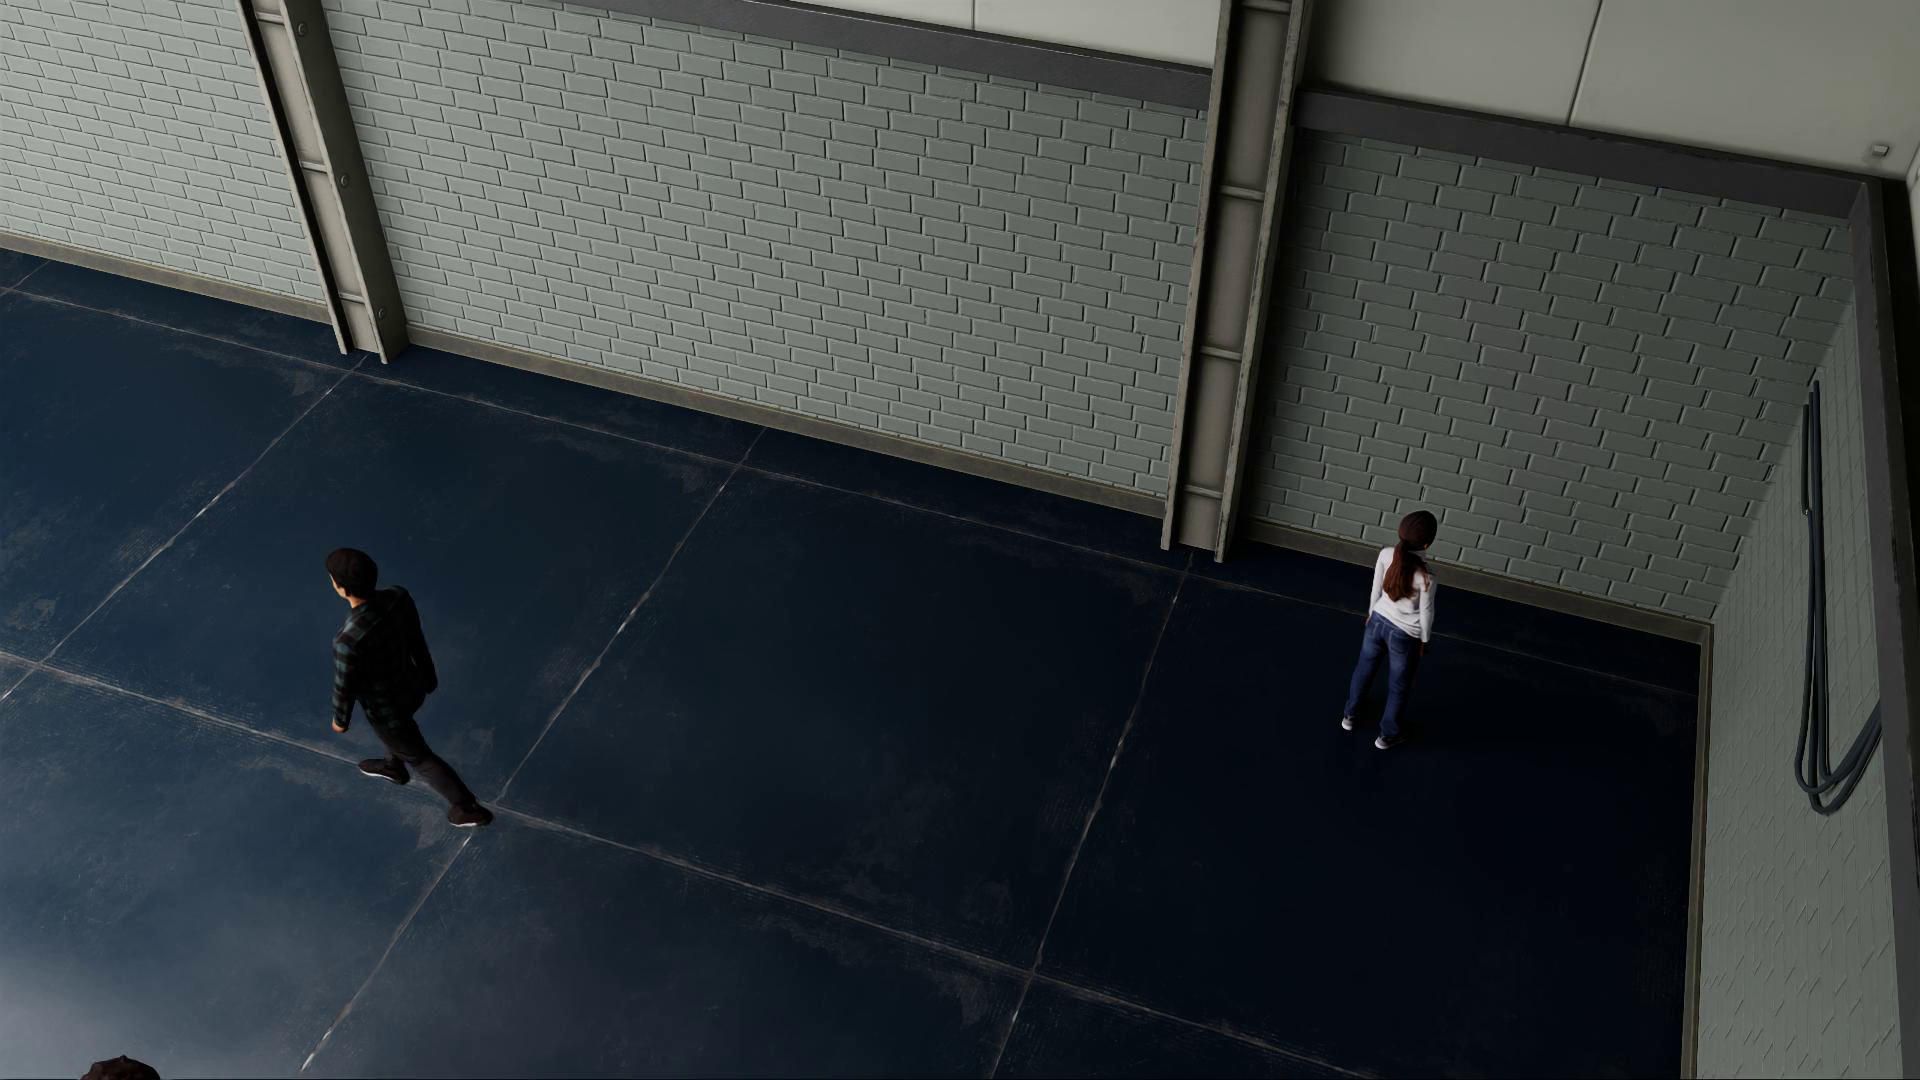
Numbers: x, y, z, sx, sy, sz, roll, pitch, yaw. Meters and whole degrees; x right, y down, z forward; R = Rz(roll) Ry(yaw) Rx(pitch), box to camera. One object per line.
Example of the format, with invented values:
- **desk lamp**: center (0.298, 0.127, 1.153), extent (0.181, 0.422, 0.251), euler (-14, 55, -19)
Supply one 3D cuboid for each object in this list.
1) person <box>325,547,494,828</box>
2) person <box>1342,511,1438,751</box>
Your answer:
- **person**: center (-2.615, 0.740, 7.835), extent (1.077, 1.682, 0.706), euler (12, 44, 13)
- **person**: center (2.261, 0.461, 8.666), extent (0.678, 1.558, 0.581), euler (-33, 52, -31)
